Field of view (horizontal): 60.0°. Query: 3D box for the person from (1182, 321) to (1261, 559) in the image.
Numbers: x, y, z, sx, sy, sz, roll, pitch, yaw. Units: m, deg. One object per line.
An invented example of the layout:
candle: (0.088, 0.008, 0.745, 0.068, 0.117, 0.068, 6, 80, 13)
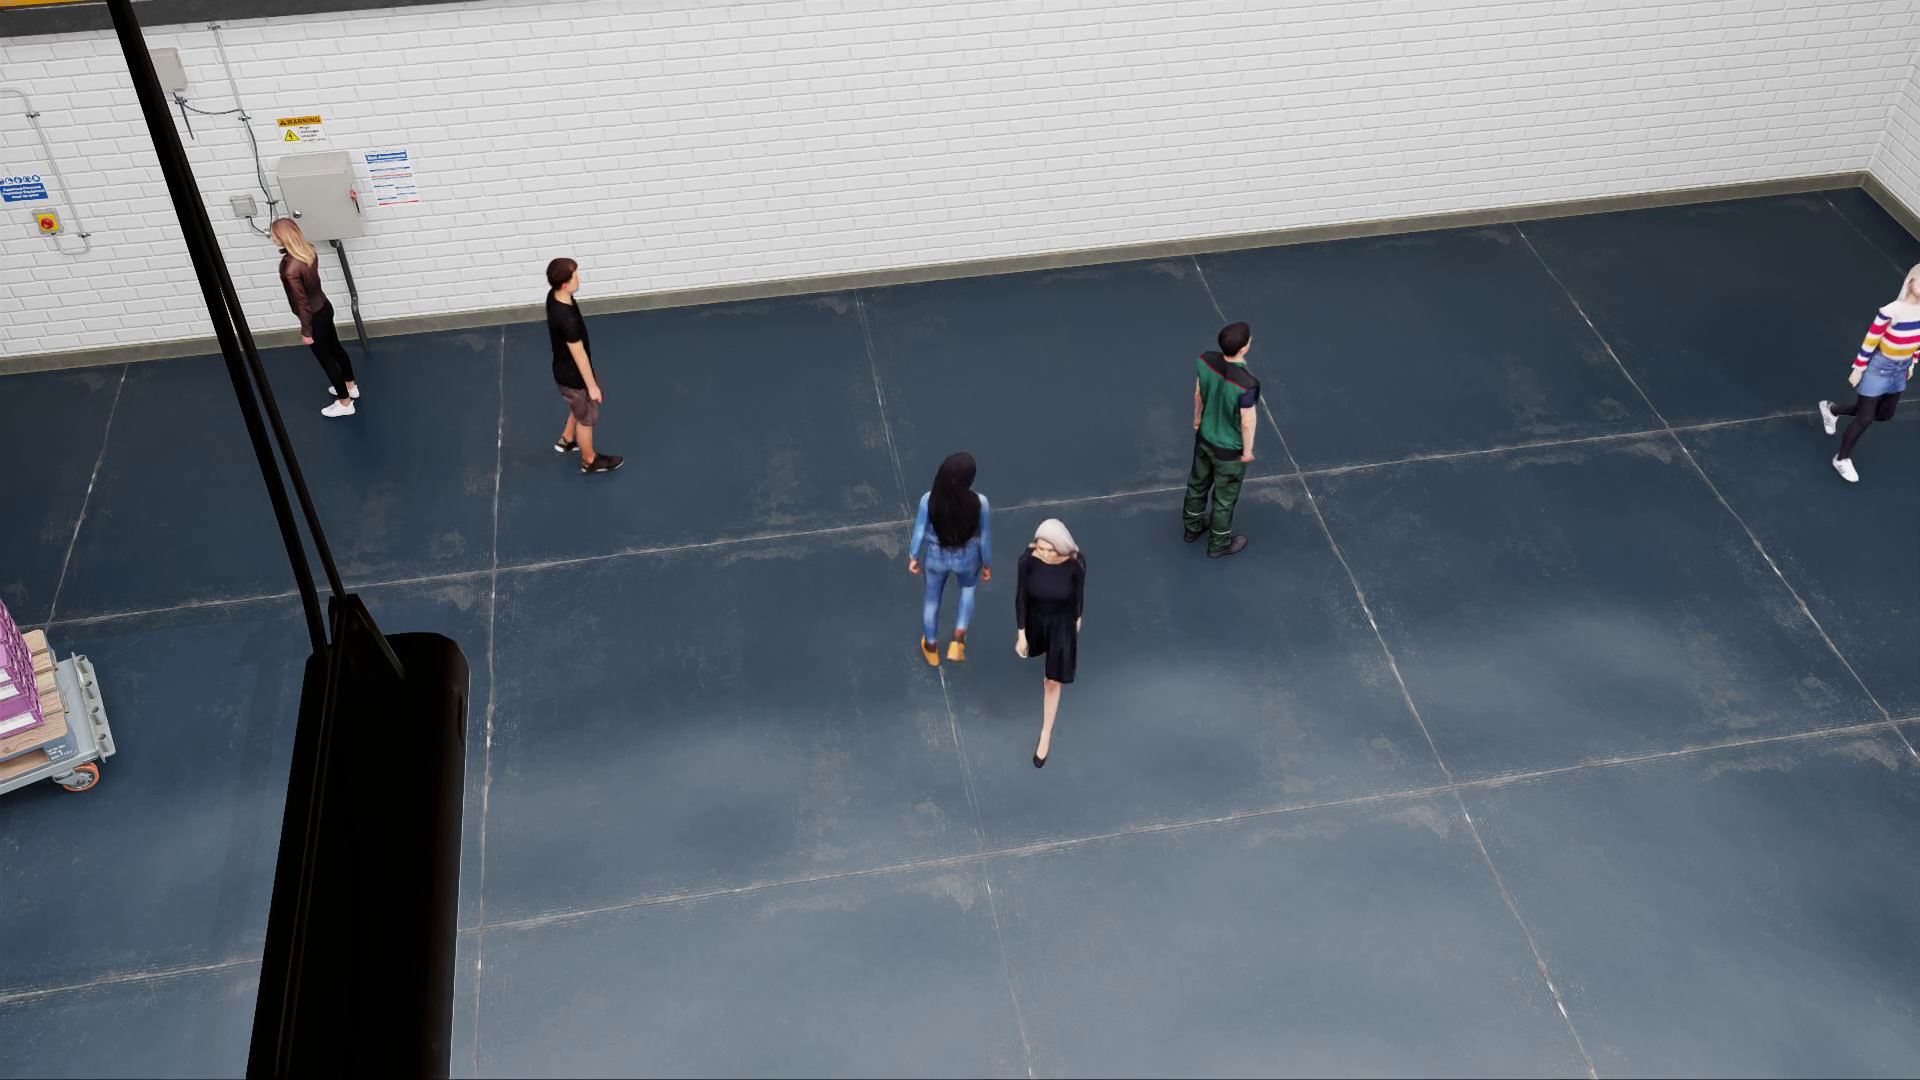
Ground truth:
person: (1.786, -0.690, 11.357, 0.826, 1.900, 0.692, -27, 50, -26)

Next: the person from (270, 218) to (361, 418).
person: (-4.858, -1.686, 12.545, 0.692, 1.704, 0.475, -1, 44, -1)

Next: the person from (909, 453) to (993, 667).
person: (-0.022, 0.193, 10.578, 0.749, 1.696, 0.768, -3, 44, -4)

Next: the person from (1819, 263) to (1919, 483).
person: (6.644, -1.278, 12.049, 0.697, 1.796, 0.882, -10, 45, -11)

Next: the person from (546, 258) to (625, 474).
person: (-2.844, -1.208, 11.938, 0.785, 1.849, 0.684, -12, 45, -12)

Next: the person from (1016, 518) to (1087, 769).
person: (0.541, 0.476, 10.289, 0.892, 1.684, 1.258, 6, 44, 7)
